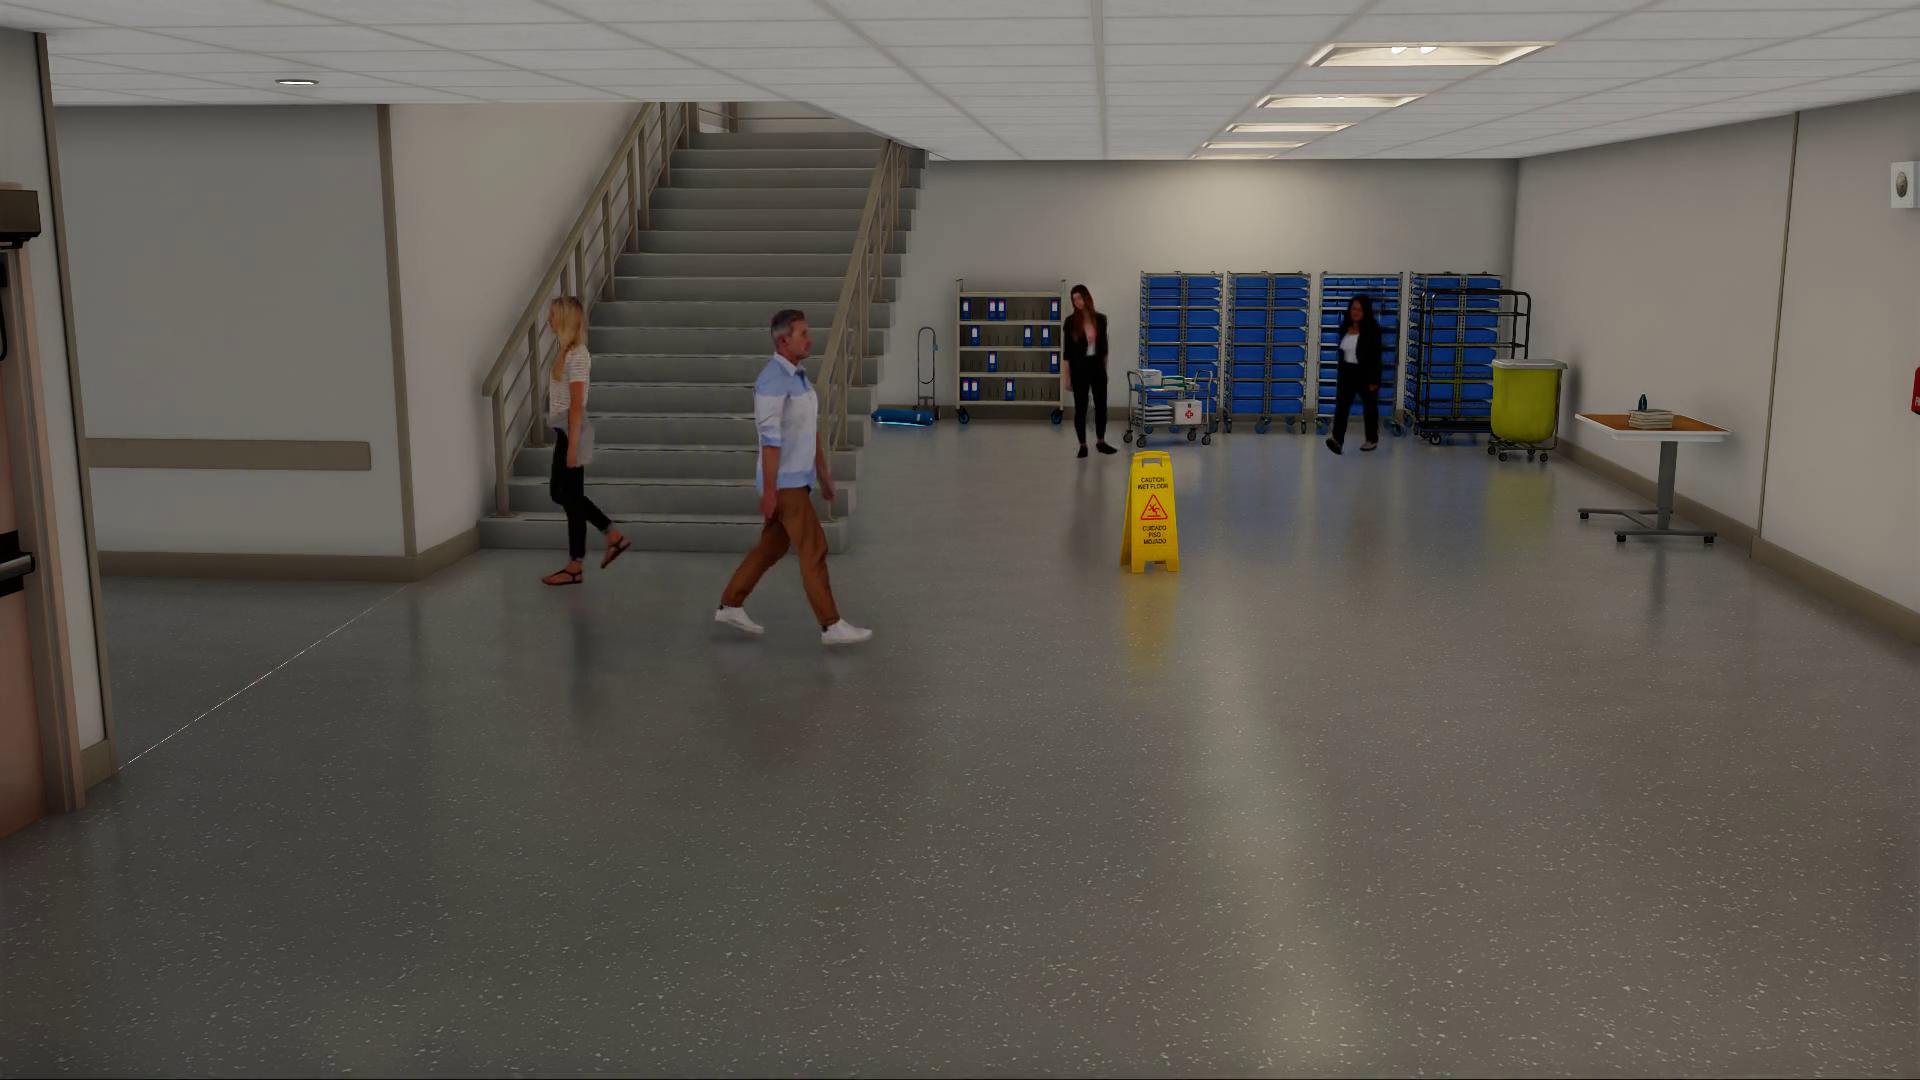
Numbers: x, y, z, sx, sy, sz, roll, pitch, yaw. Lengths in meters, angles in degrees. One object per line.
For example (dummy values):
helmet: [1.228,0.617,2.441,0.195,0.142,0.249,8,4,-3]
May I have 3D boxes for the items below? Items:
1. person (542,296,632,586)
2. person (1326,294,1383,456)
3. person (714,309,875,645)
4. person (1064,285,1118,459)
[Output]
person: [-2.349,-0.621,10.508,0.864,1.818,0.858,-4,11,-18]
person: [3.953,-1.587,16.320,1.054,1.549,1.236,9,14,38]
person: [-1.009,-0.314,8.969,0.747,1.789,1.069,1,11,6]
person: [1.248,-1.622,16.172,0.809,1.673,0.775,-5,12,-26]
